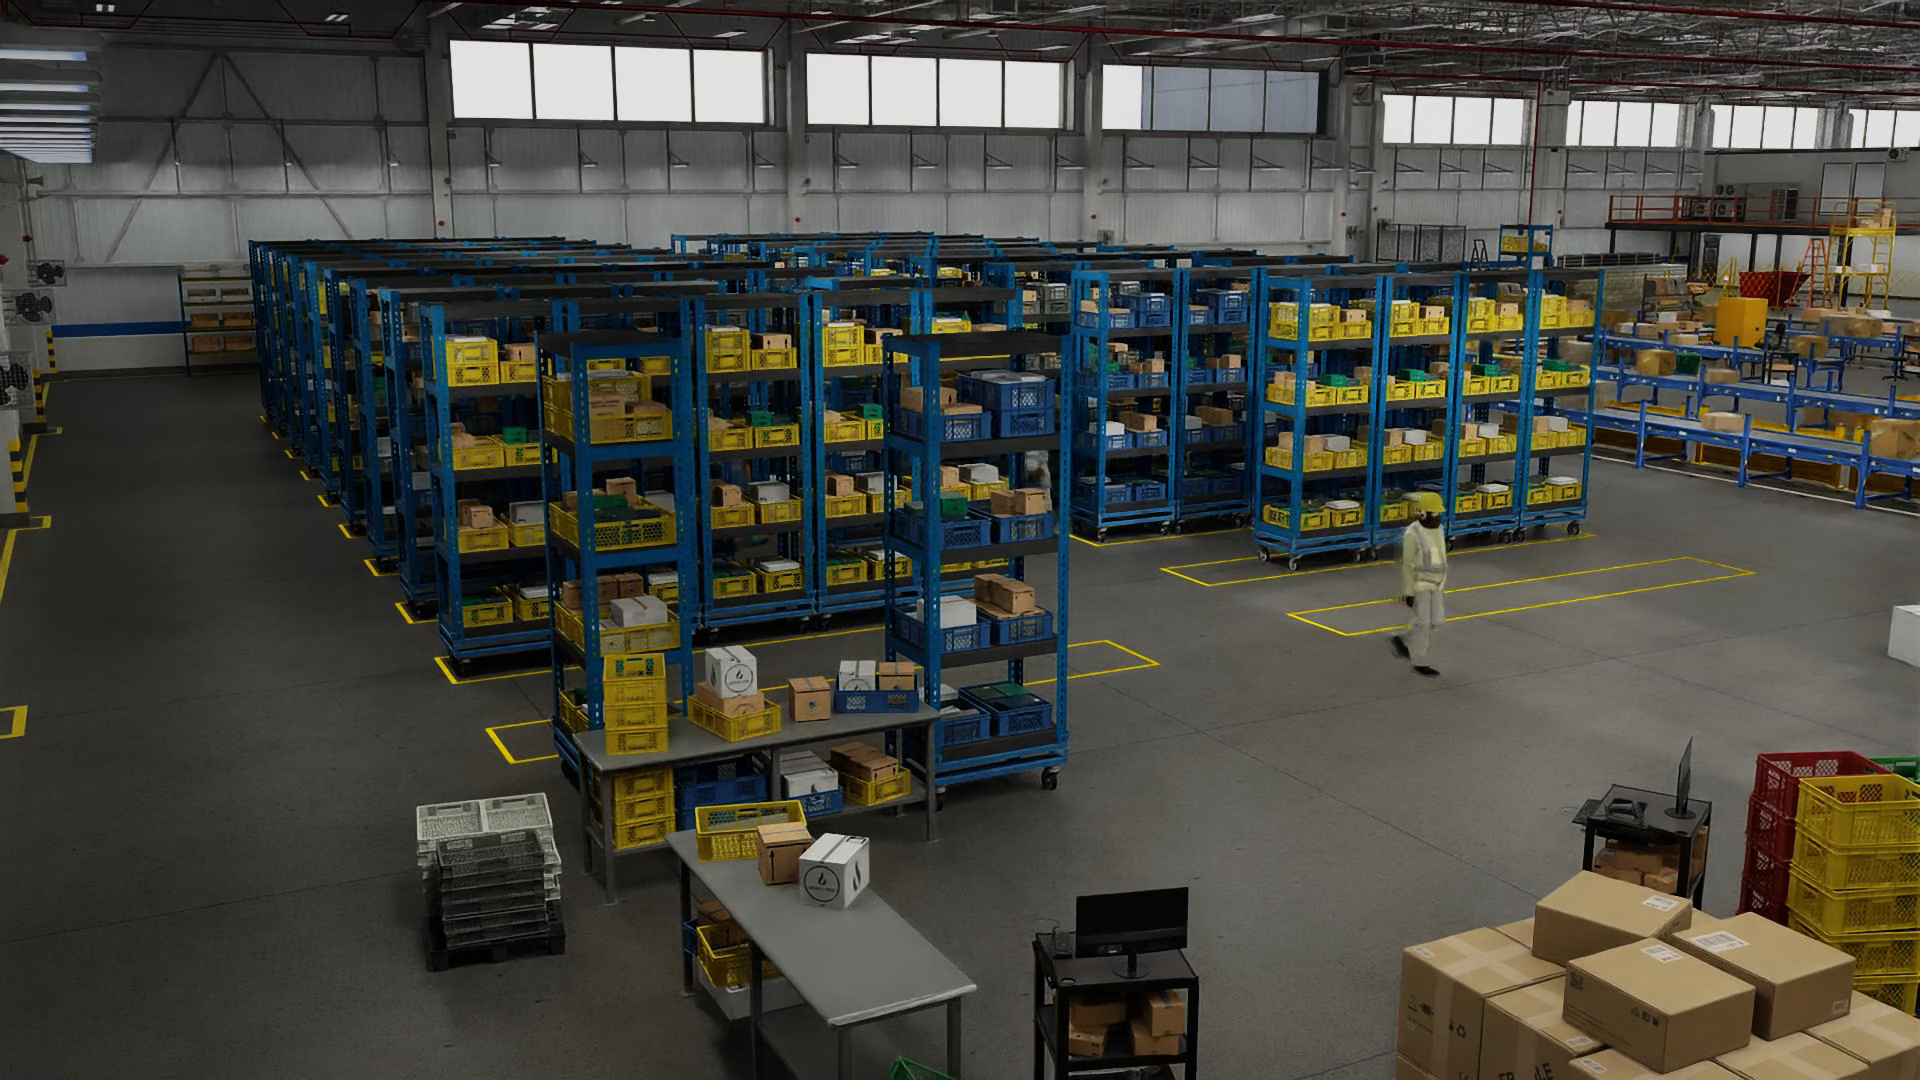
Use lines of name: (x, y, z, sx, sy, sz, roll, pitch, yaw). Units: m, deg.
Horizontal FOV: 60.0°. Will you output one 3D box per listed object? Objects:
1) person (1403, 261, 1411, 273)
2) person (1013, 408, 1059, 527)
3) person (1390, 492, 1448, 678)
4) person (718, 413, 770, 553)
person: (16.585, -9.480, 62.189, 0.668, 1.900, 0.462, -1, 12, -6)
person: (0.939, -1.047, 22.810, 1.073, 1.880, 0.645, -11, 16, -42)
person: (4.454, 0.411, 16.091, 0.609, 1.812, 0.522, -11, 16, -42)
person: (-2.788, -0.738, 21.458, 0.891, 1.808, 0.593, -7, 14, -31)
